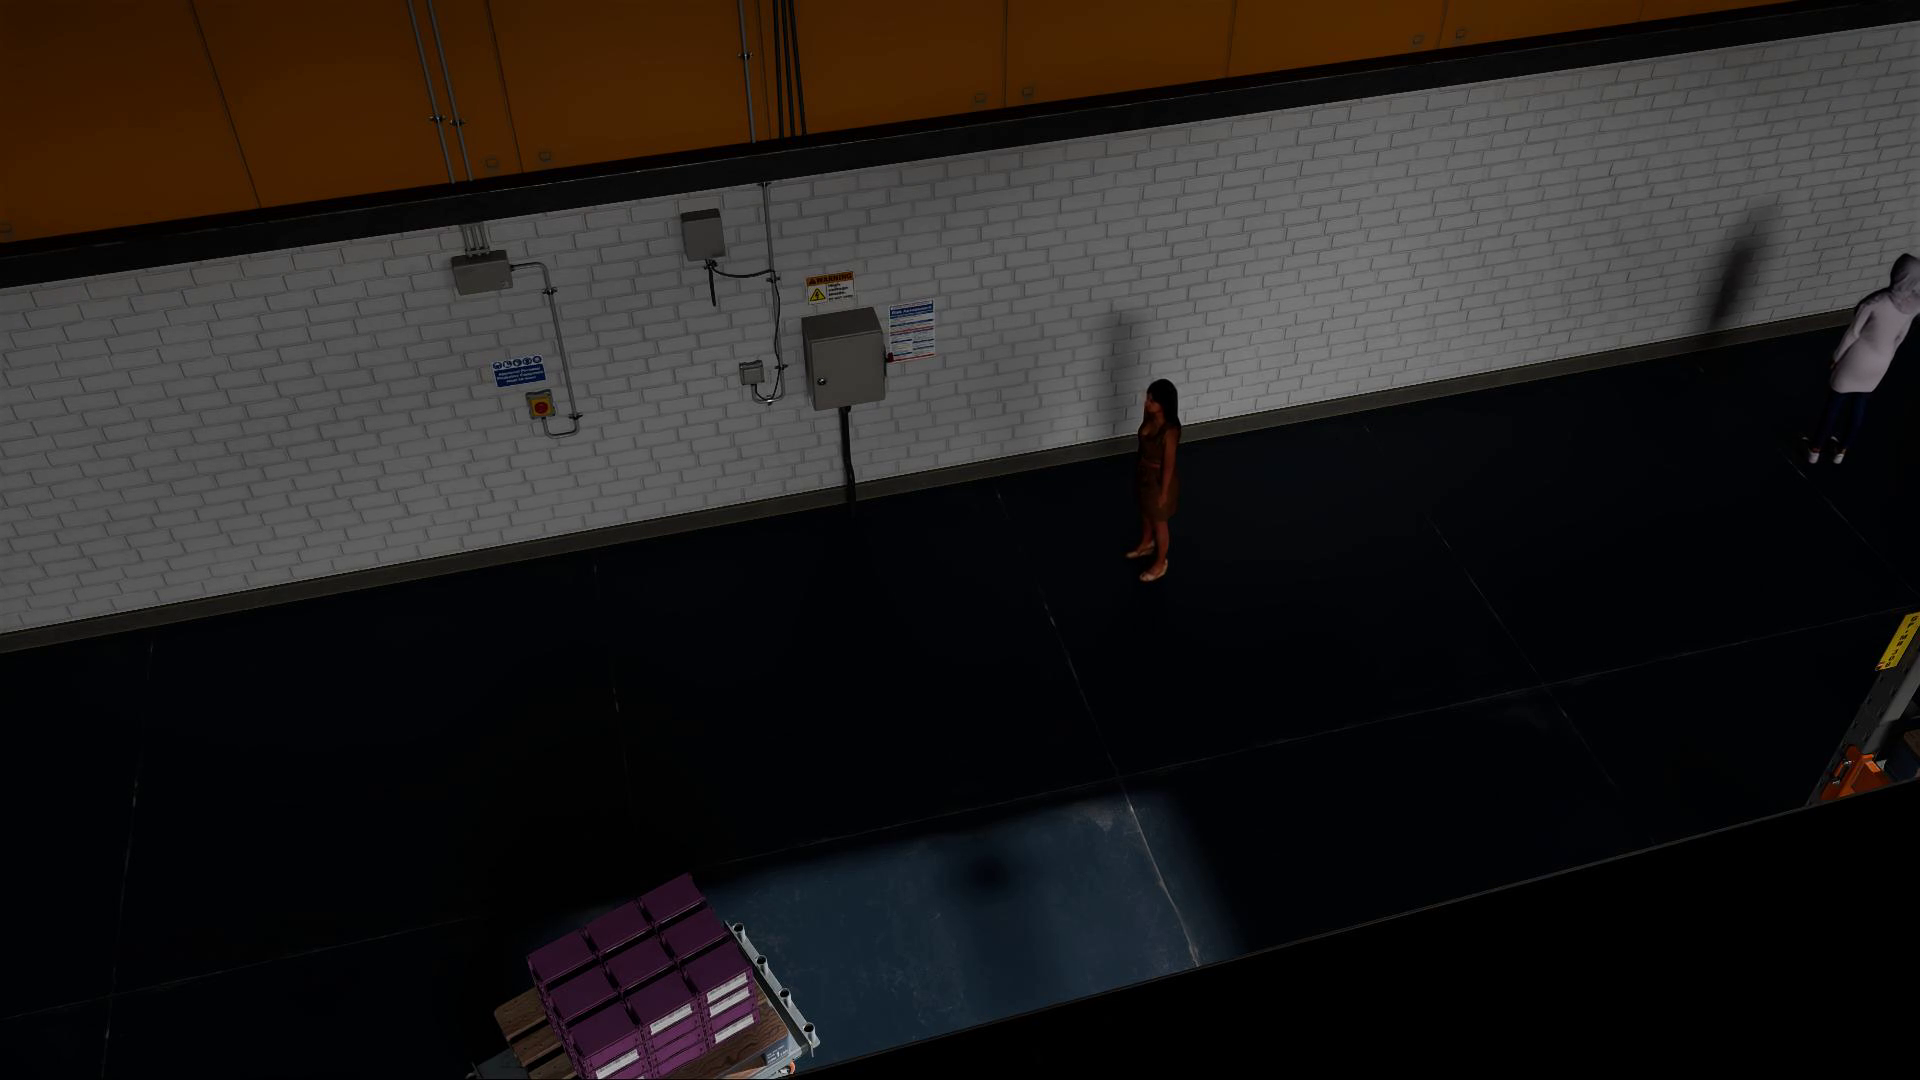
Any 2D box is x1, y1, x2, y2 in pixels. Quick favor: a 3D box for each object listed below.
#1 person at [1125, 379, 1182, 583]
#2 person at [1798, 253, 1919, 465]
[{"bbox_3d":[1.337,-0.417,11.303,0.632,1.686,0.469,-14,45,-15],"label":"person"},{"bbox_3d":[6.614,-1.299,12.164,0.650,1.775,0.602,-2,44,-2],"label":"person"}]
